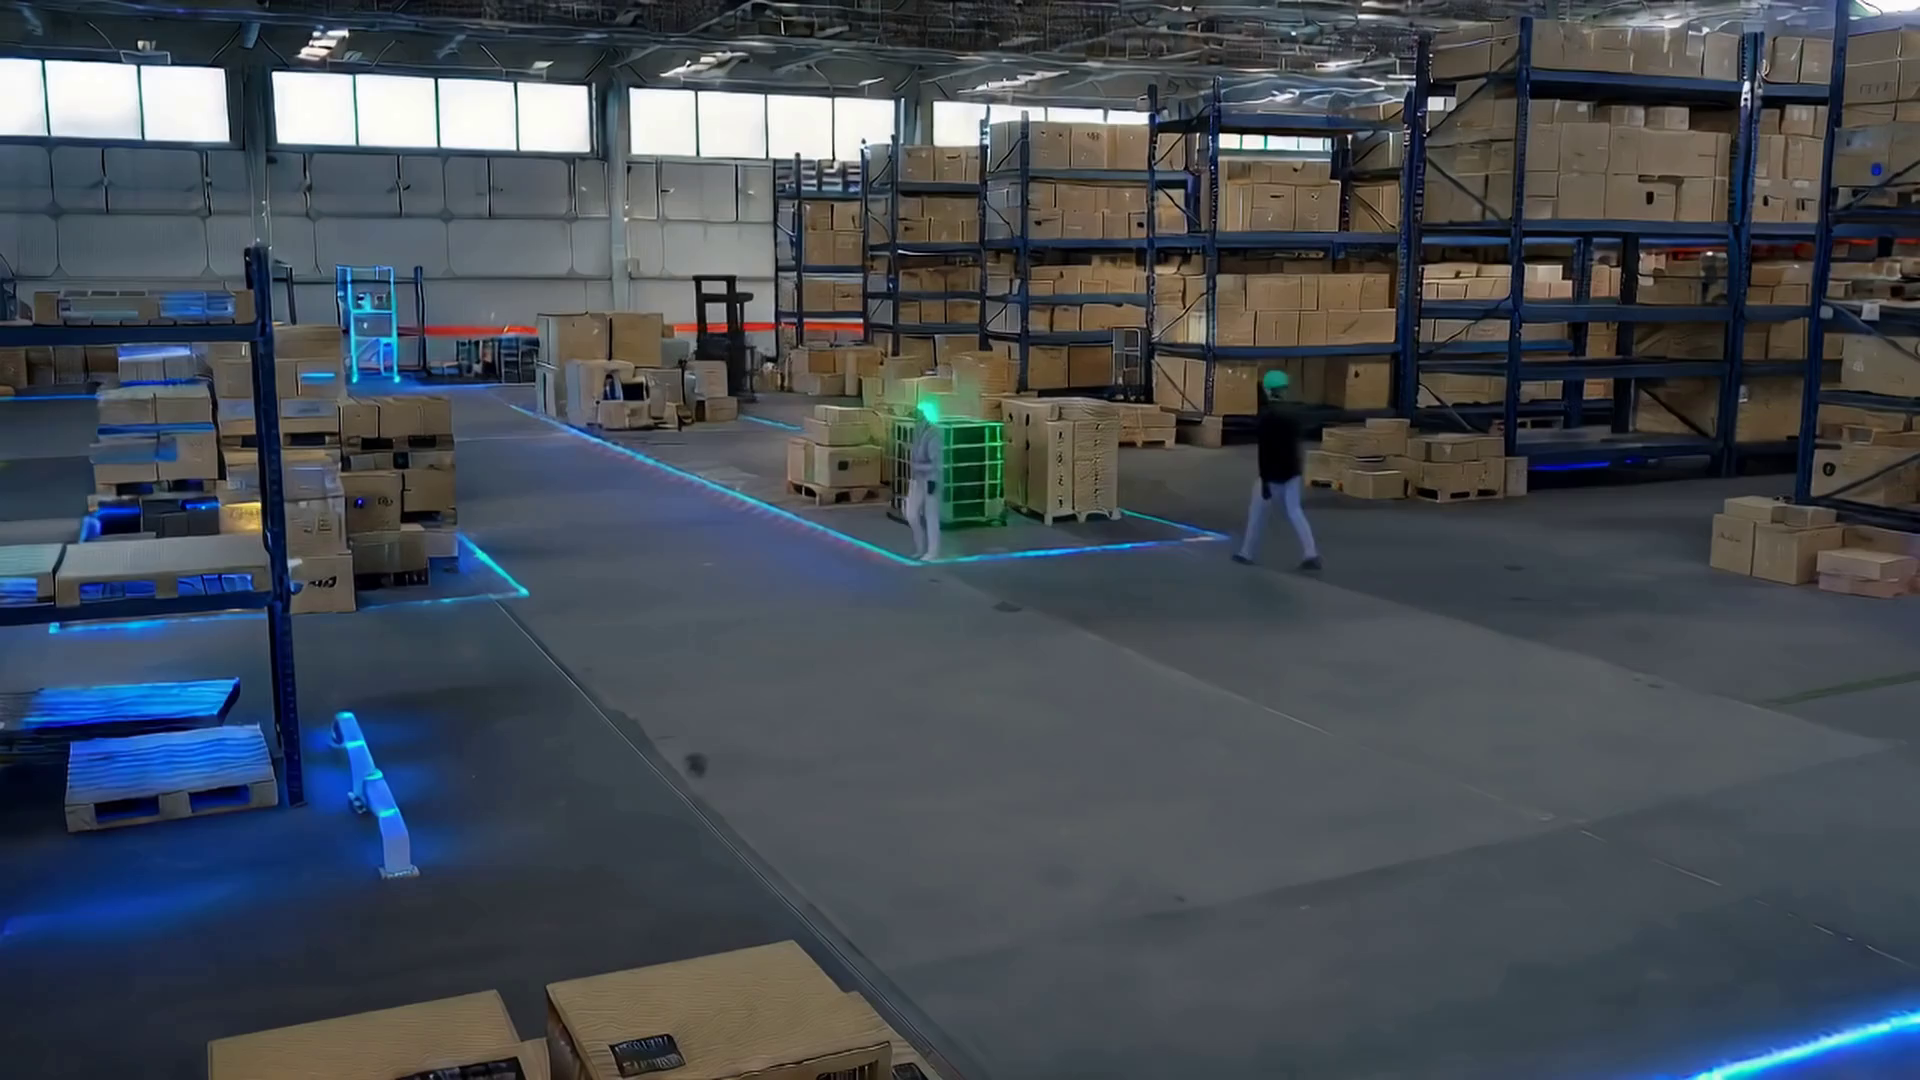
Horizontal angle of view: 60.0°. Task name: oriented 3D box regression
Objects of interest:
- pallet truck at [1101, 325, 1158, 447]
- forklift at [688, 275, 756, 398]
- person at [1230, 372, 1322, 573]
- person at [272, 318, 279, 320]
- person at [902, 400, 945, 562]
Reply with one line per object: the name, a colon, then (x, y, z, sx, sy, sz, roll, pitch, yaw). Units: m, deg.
pallet truck: (2.881, -2.596, 27.923, 0.823, 1.965, 1.885, -1, 9, -7)
forklift: (-5.469, -4.570, 37.441, 1.129, 2.768, 1.873, -5, 10, -26)
person: (3.106, -0.650, 16.069, 0.589, 1.941, 1.051, -5, 11, -30)
person: (-15.166, -3.967, 36.822, 1.045, 1.879, 0.542, 0, 9, -3)
person: (-0.350, -0.576, 16.558, 0.375, 1.625, 0.516, -8, 12, -41)
